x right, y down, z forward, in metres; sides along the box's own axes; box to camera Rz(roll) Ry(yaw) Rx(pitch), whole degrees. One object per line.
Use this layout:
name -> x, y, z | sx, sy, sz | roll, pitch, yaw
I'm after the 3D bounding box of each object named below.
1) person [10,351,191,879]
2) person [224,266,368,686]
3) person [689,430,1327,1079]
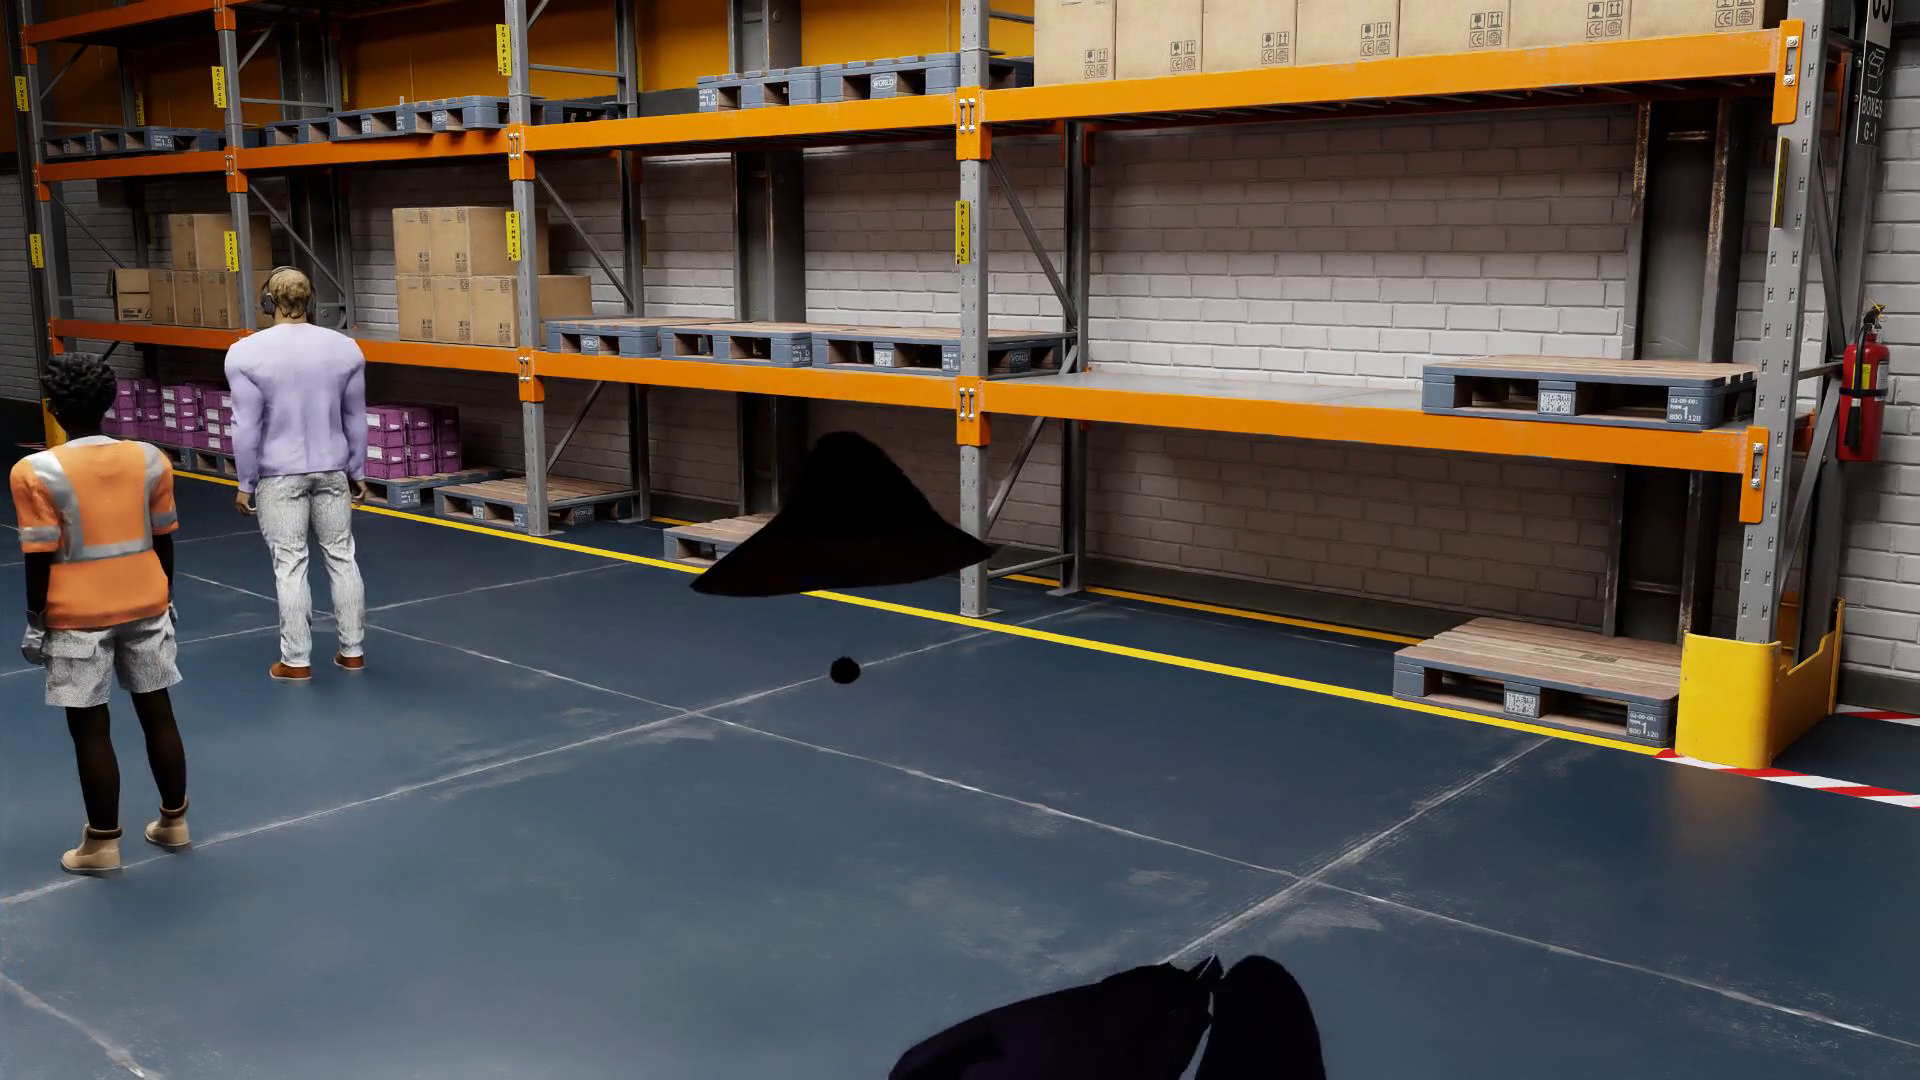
person -> -2.777, 0.239, 5.392 | 0.317, 1.696, 0.540 | 6, 12, 31
person -> -3.058, -0.292, 7.734 | 0.630, 1.938, 0.369 | -9, 13, -40
person -> -0.052, 0.845, 0.995 | 0.608, 2.033, 0.404 | -4, 11, -23
